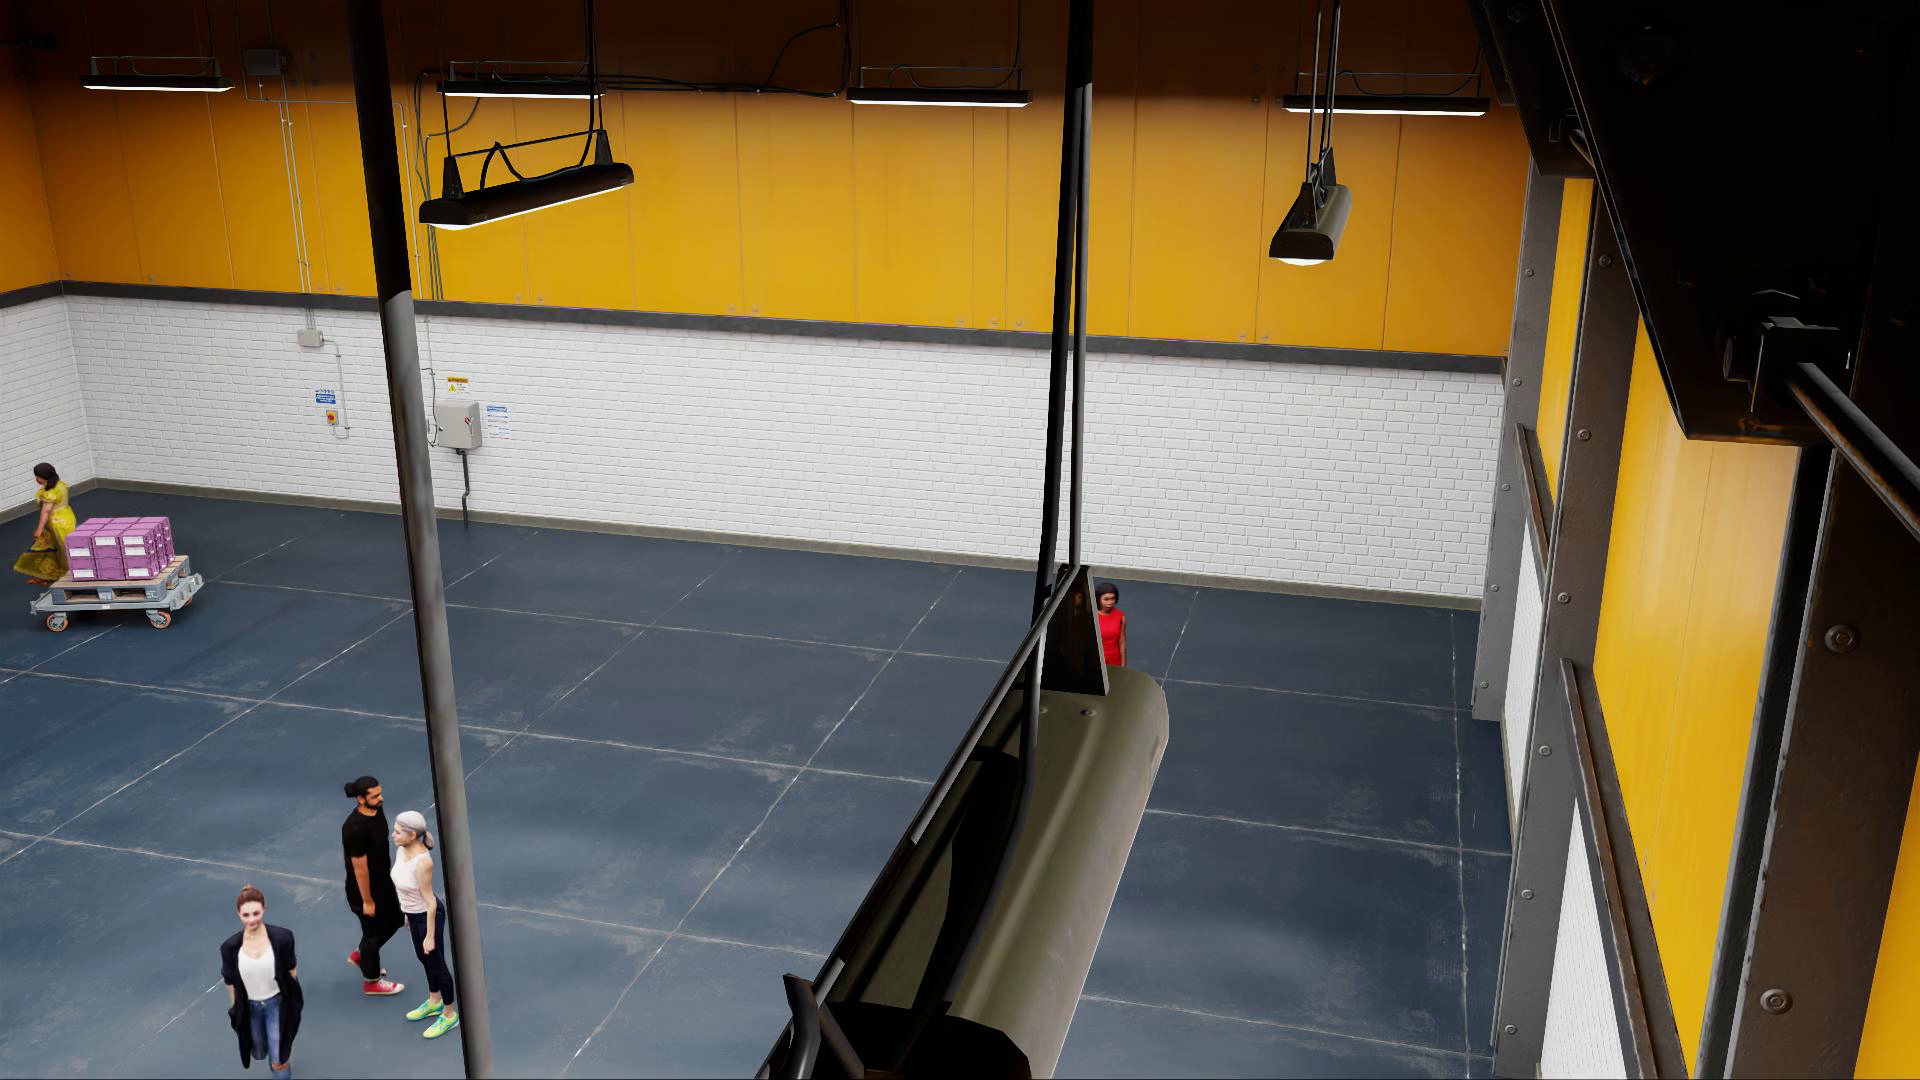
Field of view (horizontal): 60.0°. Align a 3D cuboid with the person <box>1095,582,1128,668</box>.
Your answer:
[{"bbox_3d":[1.368,1.222,15.868,0.635,1.743,0.638,-4,19,-11],"label":"person"}]

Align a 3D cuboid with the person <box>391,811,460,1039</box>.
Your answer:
[{"bbox_3d":[-3.752,2.662,11.658,0.719,1.701,0.684,-14,23,-36],"label":"person"}]

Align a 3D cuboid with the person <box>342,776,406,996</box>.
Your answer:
[{"bbox_3d":[-4.348,2.504,12.062,0.789,1.744,0.698,1,19,2],"label":"person"}]

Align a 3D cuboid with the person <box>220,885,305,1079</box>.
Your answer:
[{"bbox_3d":[-4.492,2.974,10.783,0.912,1.670,1.062,-5,19,-15],"label":"person"}]

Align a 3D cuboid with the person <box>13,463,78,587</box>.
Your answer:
[{"bbox_3d":[-10.793,-0.135,20.116,1.279,1.605,1.362,-5,19,-15],"label":"person"}]
